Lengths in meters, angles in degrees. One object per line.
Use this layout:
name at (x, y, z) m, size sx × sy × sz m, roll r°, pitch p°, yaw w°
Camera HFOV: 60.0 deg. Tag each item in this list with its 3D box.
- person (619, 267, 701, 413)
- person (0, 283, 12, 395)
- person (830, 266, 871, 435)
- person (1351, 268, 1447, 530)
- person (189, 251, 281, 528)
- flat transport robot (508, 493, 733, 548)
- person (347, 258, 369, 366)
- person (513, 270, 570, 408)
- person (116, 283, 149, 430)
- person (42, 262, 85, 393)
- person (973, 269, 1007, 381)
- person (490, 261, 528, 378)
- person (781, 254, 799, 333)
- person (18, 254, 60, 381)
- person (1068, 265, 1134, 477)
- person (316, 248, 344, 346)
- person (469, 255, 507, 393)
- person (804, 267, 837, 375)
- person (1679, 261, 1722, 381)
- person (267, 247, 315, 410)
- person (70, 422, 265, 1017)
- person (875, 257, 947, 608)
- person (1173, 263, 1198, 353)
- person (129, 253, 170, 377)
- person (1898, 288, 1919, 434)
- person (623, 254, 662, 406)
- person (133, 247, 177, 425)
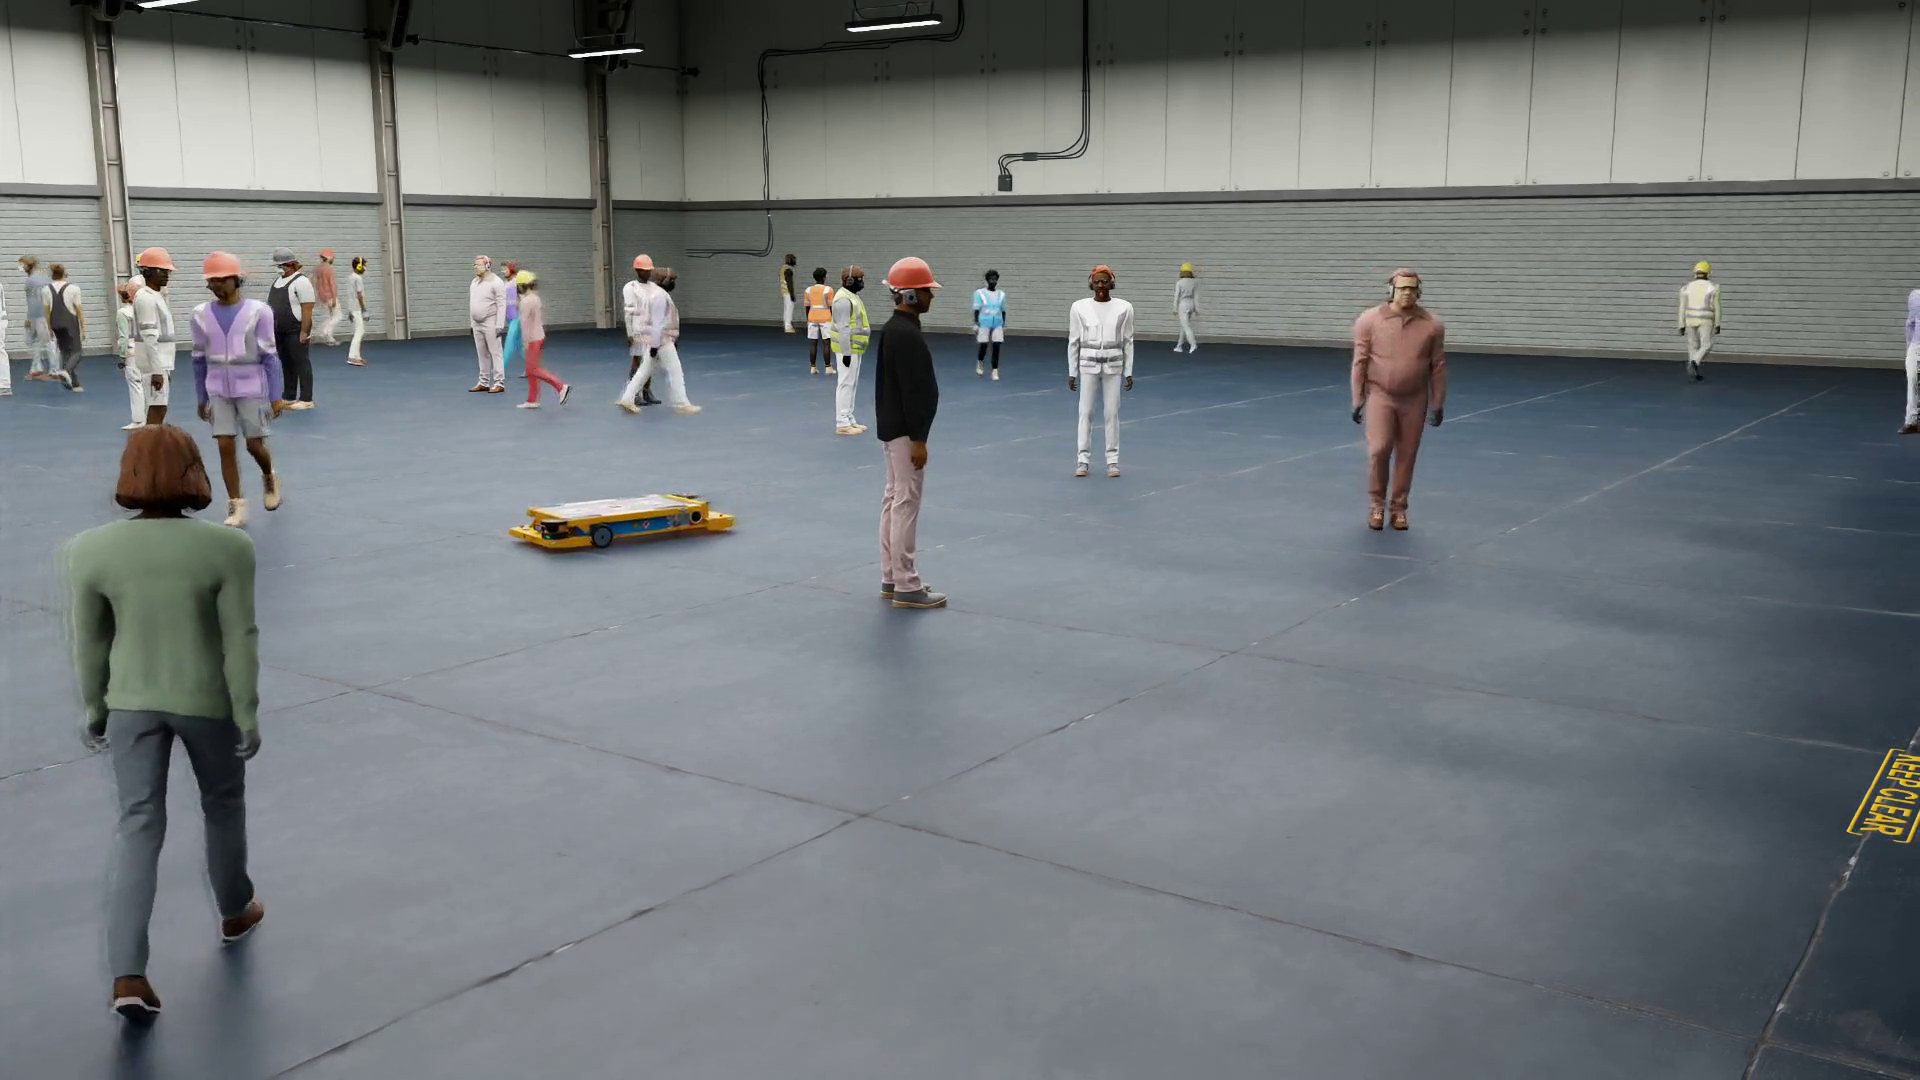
person at (-3.710, -2.424, 20.285) m, size 0.965 × 1.797 × 0.632 m, roll -3°, pitch 11°, yaw -17°
person at (-13.249, -2.919, 22.787) m, size 0.355 × 1.882 × 0.576 m, roll -7°, pitch 13°, yaw -36°
person at (-1.189, -2.064, 18.148) m, size 0.430 × 1.836 × 0.628 m, roll 1°, pitch 10°, yaw 6°
person at (3.176, -1.000, 11.989) m, size 0.672 × 1.892 × 0.508 m, roll 0°, pitch 10°, yaw 2°
person at (-5.313, -1.109, 12.258) m, size 0.620 × 2.022 × 0.693 m, roll -1°, pitch 10°, yaw -4°
flat transport robot at (-2.394, -0.150, 11.787) m, size 1.431 × 0.197 × 0.652 m, roll -8°, pitch 13°, yaw -38°
person at (-10.285, -3.877, 28.322) m, size 0.491 × 1.837 × 0.725 m, roll -7°, pitch 12°, yaw -34°
person at (-5.264, -2.501, 20.845) m, size 0.632 × 1.747 × 0.535 m, roll 0°, pitch 10°, yaw 2°
person at (-9.244, -2.045, 18.607) m, size 0.339 × 1.643 × 0.520 m, roll 1°, pitch 10°, yaw 3°
person at (-12.363, -2.907, 22.918) m, size 0.512 × 1.816 × 0.613 m, roll -1°, pitch 10°, yaw -6°
person at (0.449, -3.265, 25.258) m, size 0.547 × 1.685 × 0.448 m, roll -3°, pitch 11°, yaw -17°
person at (-6.916, -3.354, 25.441) m, size 0.960 × 1.791 × 0.595 m, roll -9°, pitch 14°, yaw -42°
person at (-3.972, -5.767, 38.954) m, size 0.432 × 1.813 × 0.692 m, roll -1°, pitch 10°, yaw -7°
person at (-13.922, -3.331, 24.989) m, size 0.676 × 1.912 × 0.628 m, roll -7°, pitch 13°, yaw -36°
person at (1.255, -1.500, 14.830) m, size 0.586 × 1.882 × 0.343 m, roll 0°, pitch 10°, yaw 3°
person at (-12.807, -4.918, 33.713) m, size 0.617 × 1.982 × 0.466 m, roll 7°, pitch 12°, yaw 34°
person at (-6.609, -3.000, 23.165) m, size 0.636 × 1.911 × 0.406 m, roll 7°, pitch 12°, yaw 33°
person at (-2.205, -3.459, 26.325) m, size 0.531 × 1.698 × 0.320 m, roll 4°, pitch 11°, yaw 22°
person at (11.084, -3.276, 24.966) m, size 0.631 × 1.814 × 0.606 m, roll -9°, pitch 14°, yaw -42°
person at (-8.421, -2.652, 20.846) m, size 0.679 × 2.000 × 0.537 m, roll 7°, pitch 12°, yaw 35°
person at (-2.201, 0.473, 4.614) m, size 0.512 × 1.592 × 0.867 m, roll -2°, pitch 10°, yaw -10°
person at (-0.294, -0.615, 9.557) m, size 0.379 × 1.996 × 0.609 m, roll -2°, pitch 10°, yaw -13°
person at (4.322, -4.416, 31.652) m, size 0.495 × 1.708 × 0.846 m, roll -5°, pitch 11°, yaw -28°
person at (-12.422, -3.423, 25.489) m, size 0.385 × 1.922 × 0.594 m, roll 7°, pitch 12°, yaw 36°
person at (10.672, -2.114, 18.204) m, size 0.847 × 1.913 × 0.637 m, roll -6°, pitch 12°, yaw -32°
person at (-4.051, -2.694, 21.373) m, size 0.372 × 1.935 × 0.551 m, roll 7°, pitch 12°, yaw 35°
person at (-6.978, -1.521, 14.513) m, size 0.394 × 2.040 × 0.609 m, roll -4°, pitch 11°, yaw -20°
